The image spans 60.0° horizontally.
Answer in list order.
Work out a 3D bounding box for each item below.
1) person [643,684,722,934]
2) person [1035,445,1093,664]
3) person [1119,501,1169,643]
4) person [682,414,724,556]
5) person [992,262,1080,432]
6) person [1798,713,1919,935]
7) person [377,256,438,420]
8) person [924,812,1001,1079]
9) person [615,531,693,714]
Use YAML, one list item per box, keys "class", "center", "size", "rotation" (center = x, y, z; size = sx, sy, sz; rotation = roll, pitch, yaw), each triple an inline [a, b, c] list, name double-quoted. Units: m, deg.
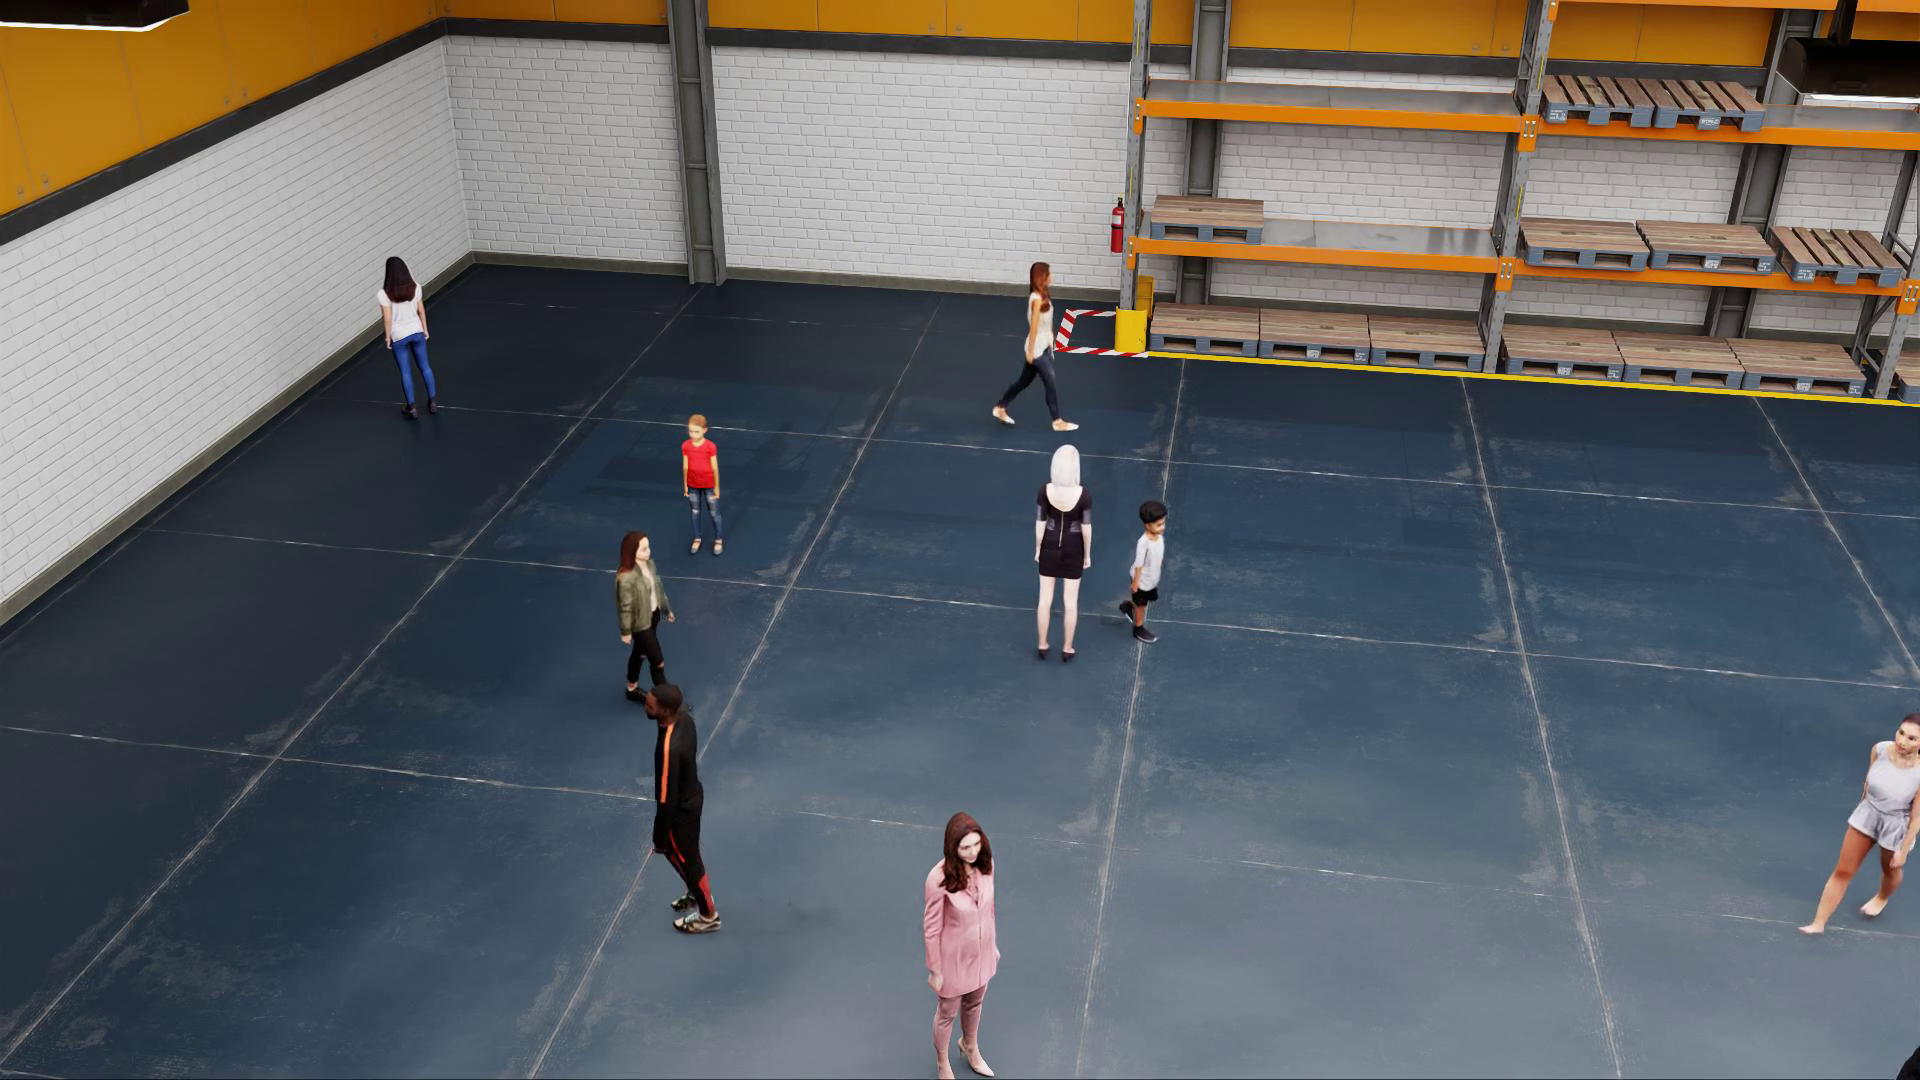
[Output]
- class: "person"
  center: [-1.578, 1.618, 9.977]
  size: [0.676, 1.794, 0.706]
  rotation: [1, 29, 2]
- class: "person"
  center: [0.776, 0.116, 12.691]
  size: [0.413, 1.831, 0.629]
  rotation: [5, 29, 9]
- class: "person"
  center: [1.423, 0.219, 13.116]
  size: [0.739, 1.243, 0.645]
  rotation: [19, 34, 31]
- class: "person"
  center: [-2.219, -0.490, 14.351]
  size: [0.409, 1.306, 0.525]
  rotation: [4, 29, 7]
- class: "person"
  center: [0.673, -1.891, 16.457]
  size: [1.096, 1.749, 0.629]
  rotation: [4, 29, 8]
- class: "person"
  center: [5.647, 1.704, 10.060]
  size: [1.098, 1.564, 1.014]
  rotation: [-17, 33, -28]
- class: "person"
  center: [-5.581, -2.037, 16.791]
  size: [0.682, 1.684, 0.729]
  rotation: [-21, 35, -33]
- class: "person"
  center: [0.009, 2.203, 8.902]
  size: [0.672, 1.796, 0.723]
  rotation: [-20, 34, -32]
- class: "person"
  center: [-2.394, 0.590, 12.215]
  size: [0.844, 1.456, 0.654]
  rotation: [8, 30, 14]
